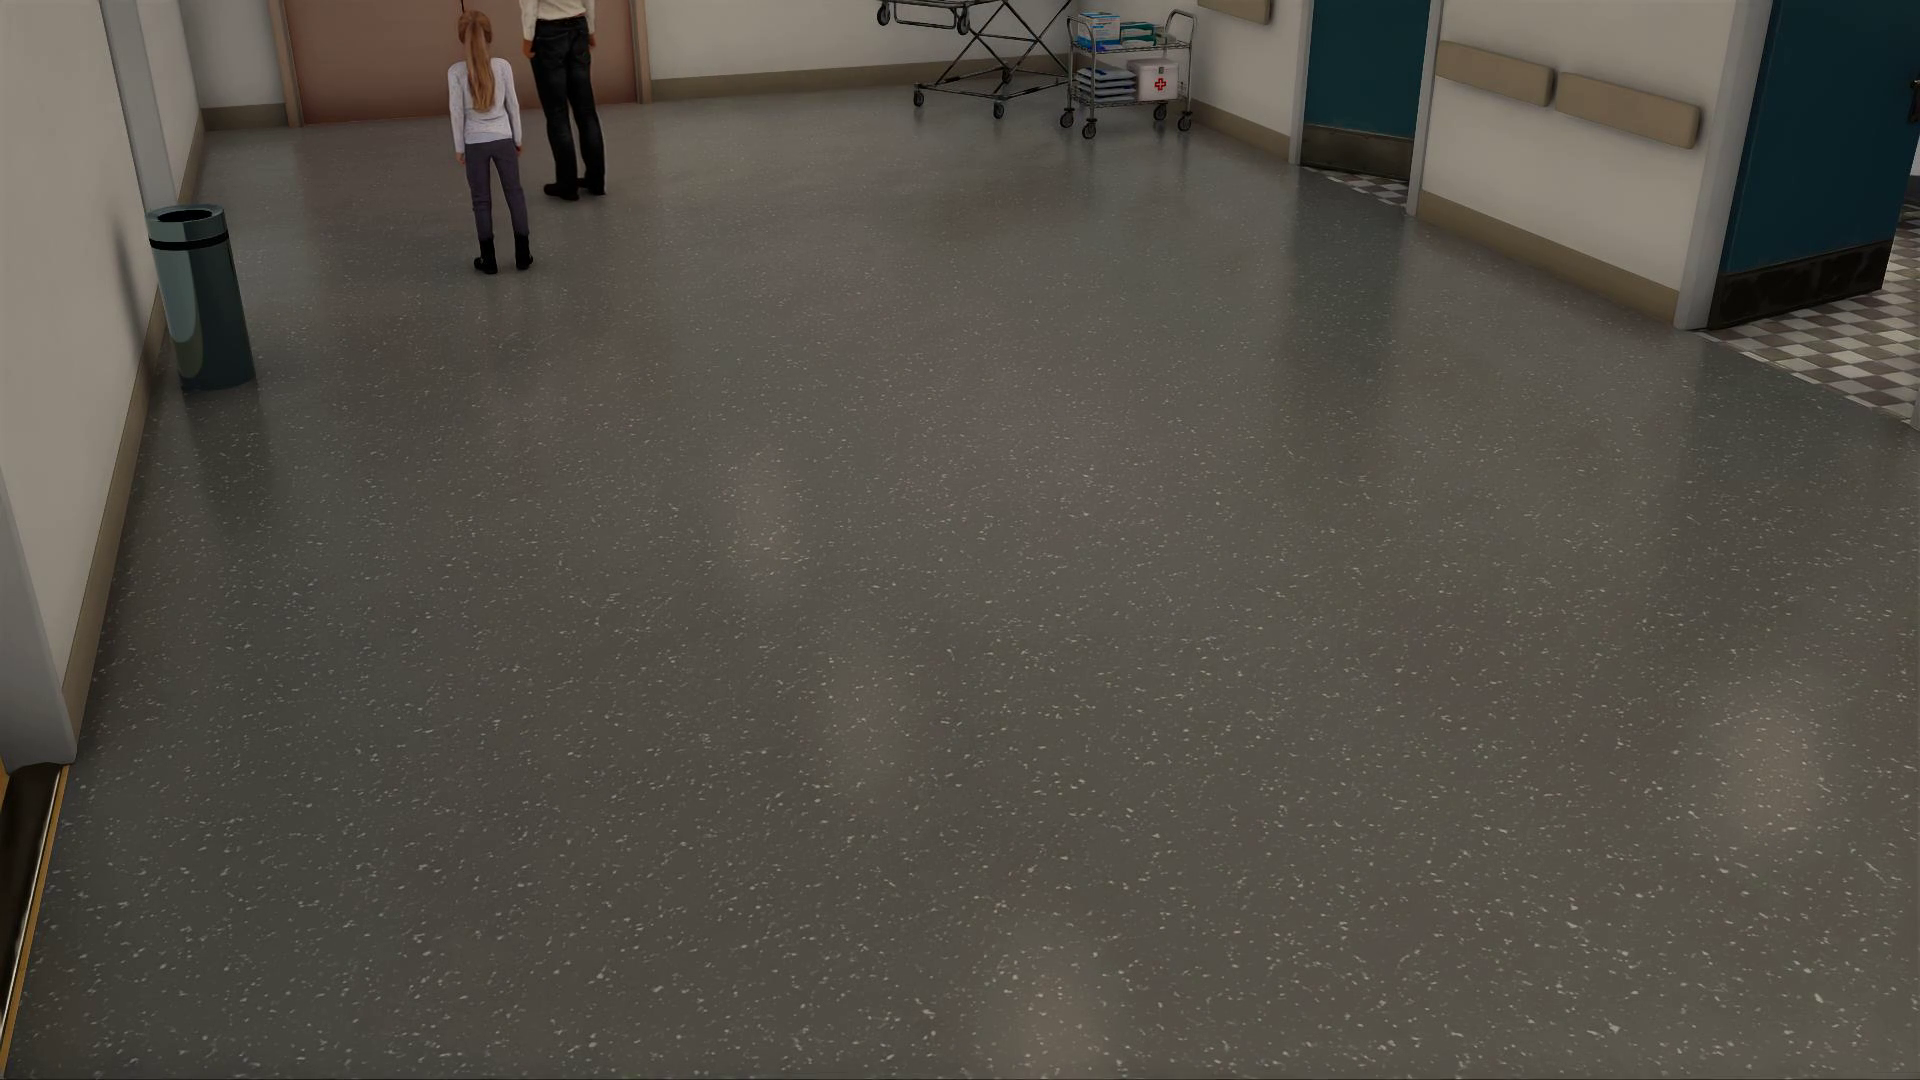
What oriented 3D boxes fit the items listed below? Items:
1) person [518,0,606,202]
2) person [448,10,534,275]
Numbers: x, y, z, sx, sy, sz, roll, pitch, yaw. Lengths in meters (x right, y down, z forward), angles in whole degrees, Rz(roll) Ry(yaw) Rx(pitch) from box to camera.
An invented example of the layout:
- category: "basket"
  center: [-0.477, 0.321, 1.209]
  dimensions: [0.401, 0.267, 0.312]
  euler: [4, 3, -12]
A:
- category: "person"
  center: [-2.284, -2.878, 9.535]
  dimensions: [0.716, 1.809, 0.721]
  euler: [20, 32, 35]
- category: "person"
  center: [-2.341, -1.974, 8.270]
  dimensions: [0.497, 1.279, 0.510]
  euler: [-11, 28, -22]
